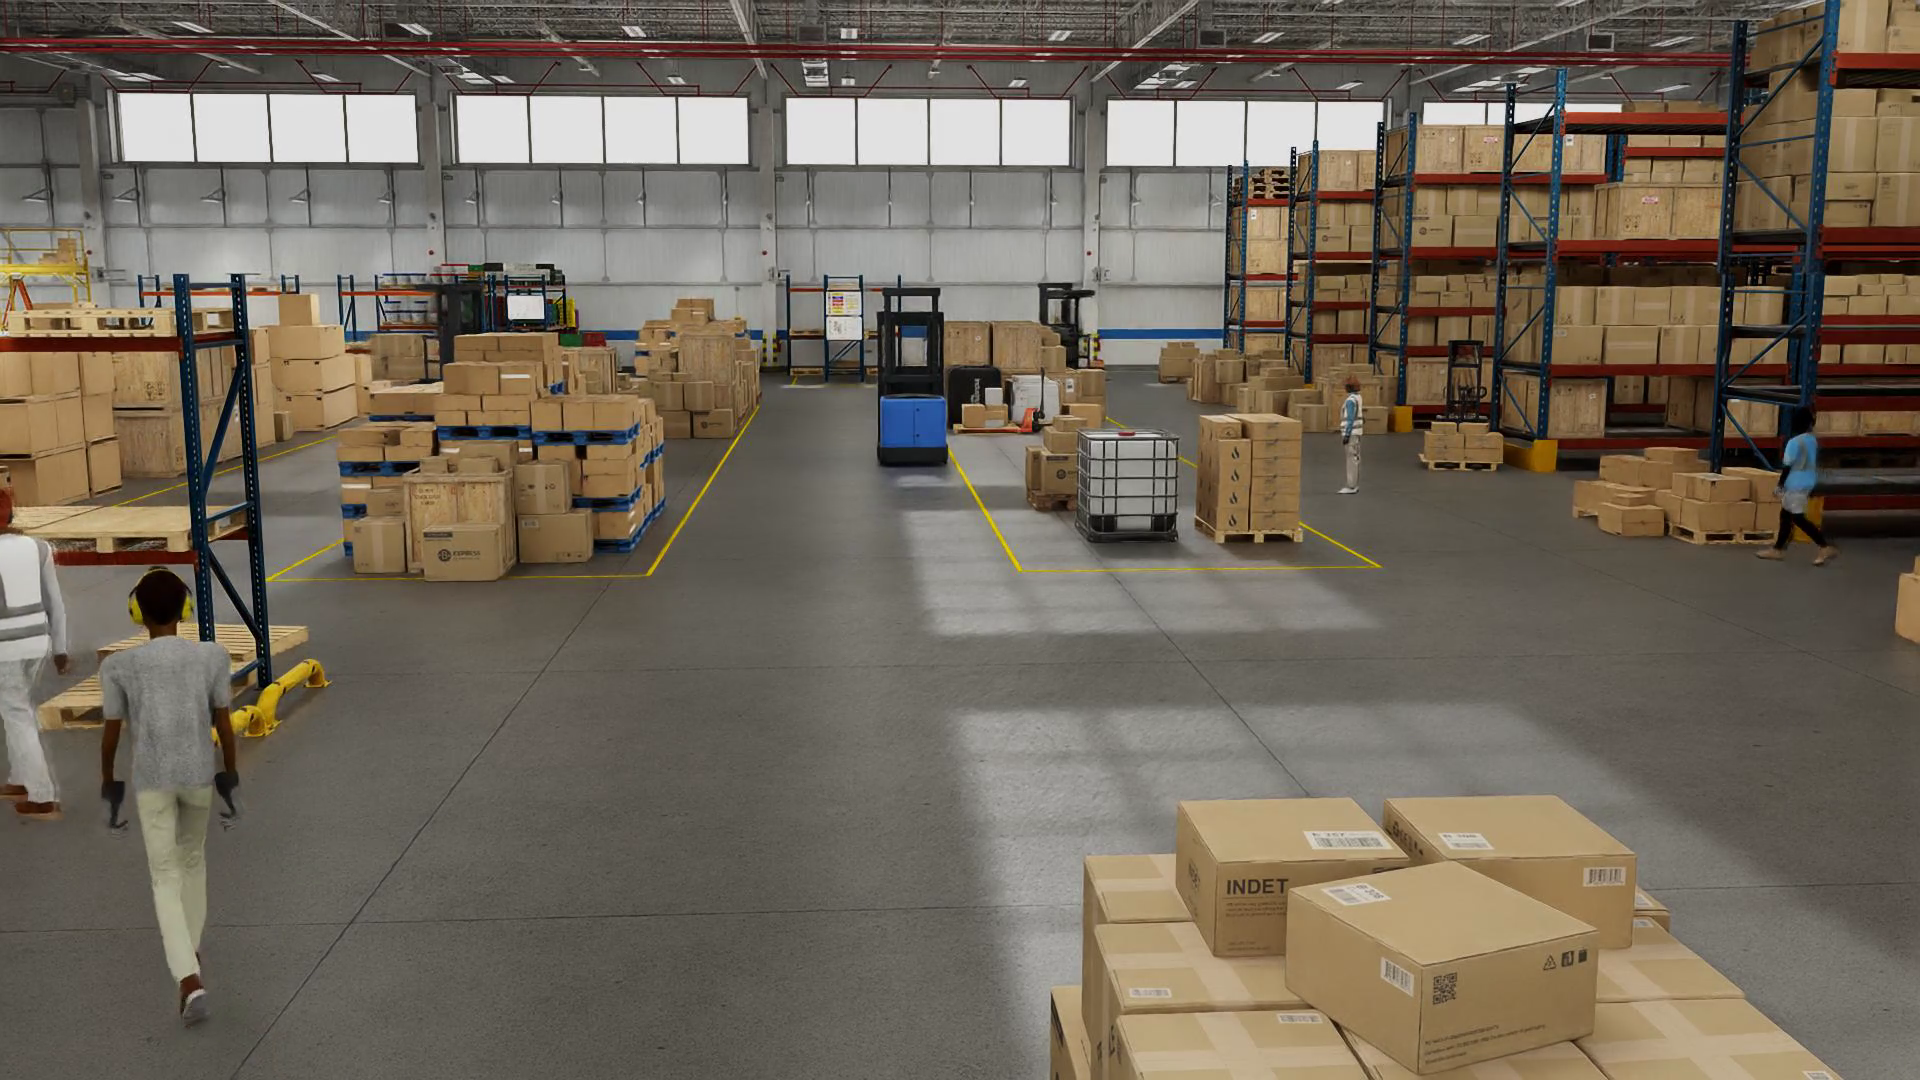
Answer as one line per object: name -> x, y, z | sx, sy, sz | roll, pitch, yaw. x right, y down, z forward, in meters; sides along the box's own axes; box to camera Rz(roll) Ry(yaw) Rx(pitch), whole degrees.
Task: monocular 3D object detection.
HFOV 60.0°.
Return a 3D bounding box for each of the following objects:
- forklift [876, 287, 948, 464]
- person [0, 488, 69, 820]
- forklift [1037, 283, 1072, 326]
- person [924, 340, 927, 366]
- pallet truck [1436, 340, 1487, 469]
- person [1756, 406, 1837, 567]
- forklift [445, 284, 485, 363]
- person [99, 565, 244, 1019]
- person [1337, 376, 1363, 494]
forklift -> -0.785, -2.690, 26.919 | 1.129, 2.768, 1.873 | -1, 9, -4
person -> -5.359, 0.627, 9.268 | 0.748, 1.855, 0.596 | 3, 10, 19
forklift -> 2.498, -5.448, 44.238 | 1.129, 2.768, 1.873 | -6, 11, -35
person -> -0.549, -3.849, 37.144 | 0.545, 1.939, 0.374 | -5, 10, -29
pallet truck -> 8.004, -2.170, 26.422 | 0.823, 1.965, 1.885 | 2, 9, 14
person -> 8.798, -0.561, 17.346 | 0.797, 1.670, 0.534 | 9, 12, 43
forklift -> -11.311, -4.495, 38.257 | 1.873, 2.768, 1.129 | 5, 10, 27
person -> -3.264, 1.022, 6.896 | 0.527, 1.841, 0.909 | -6, 11, -34
person -> 5.428, -1.453, 23.043 | 0.308, 1.638, 0.511 | 4, 10, 24
